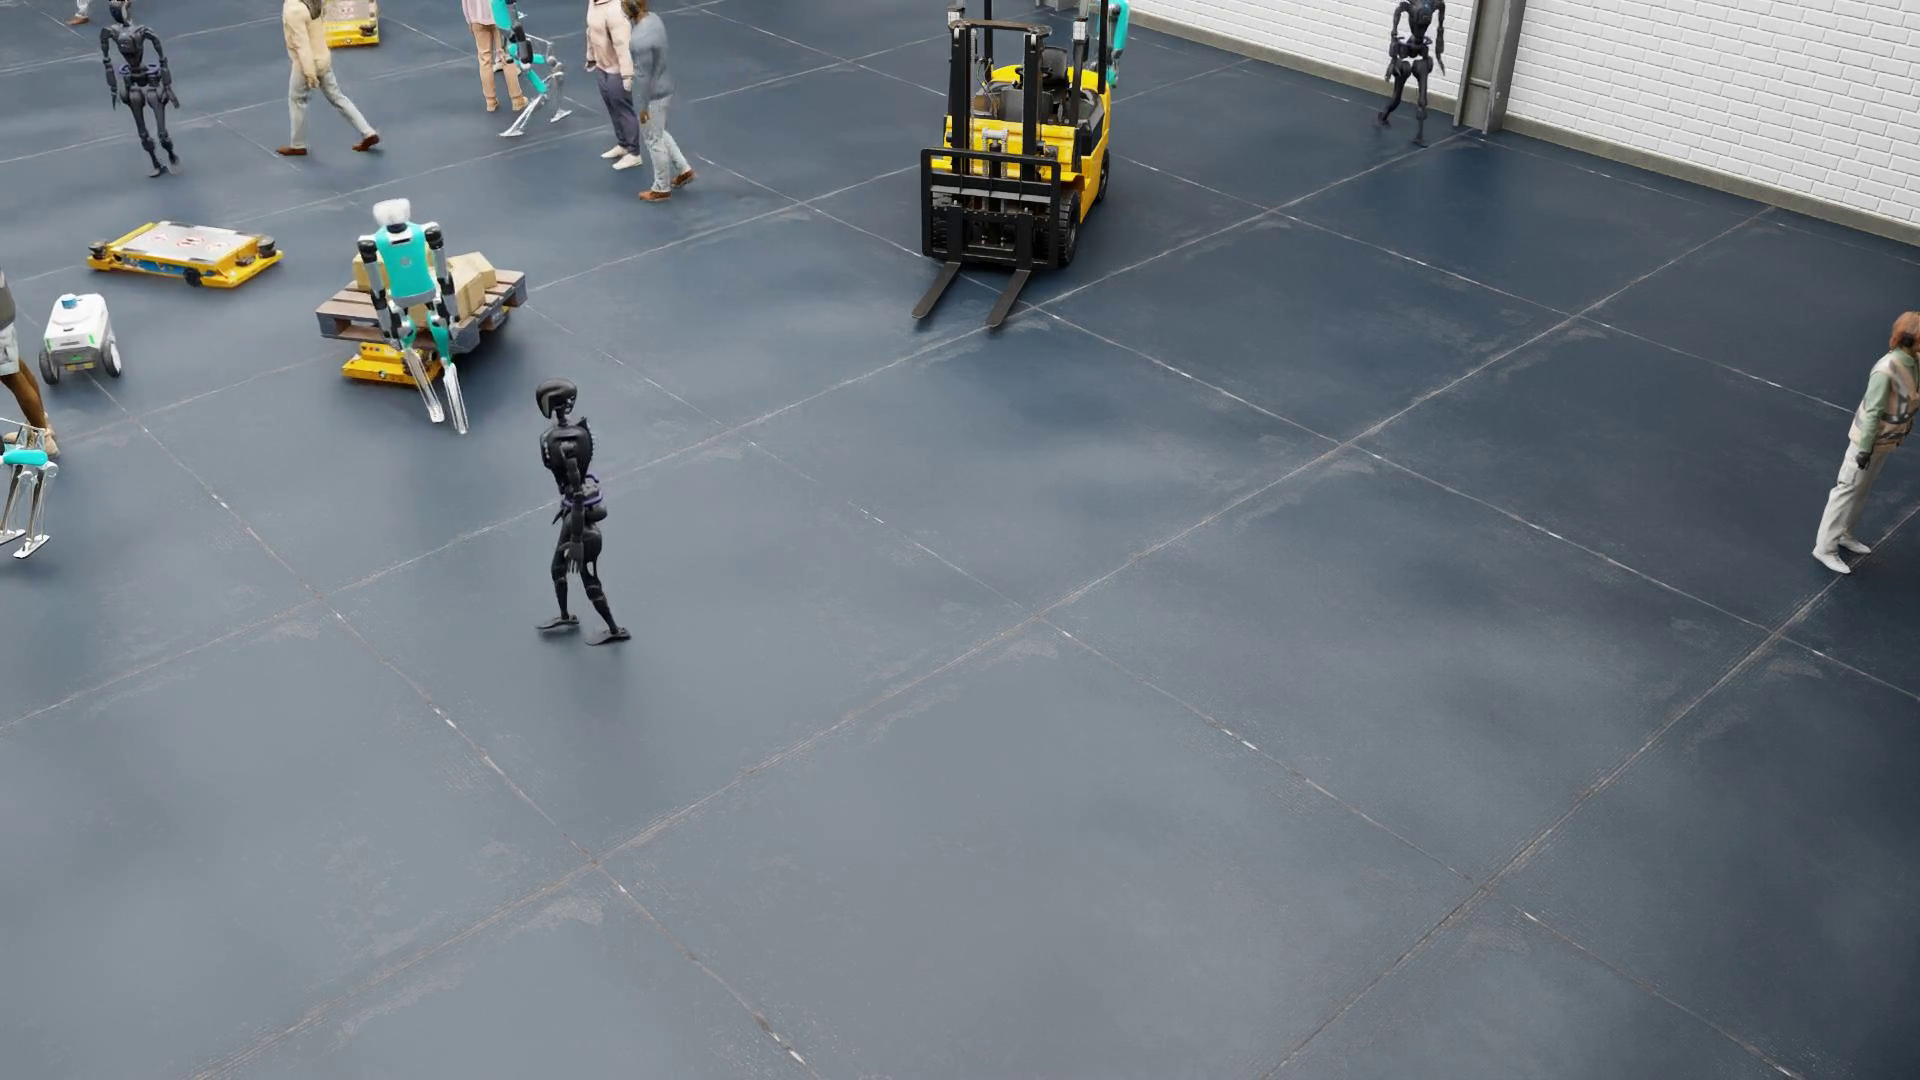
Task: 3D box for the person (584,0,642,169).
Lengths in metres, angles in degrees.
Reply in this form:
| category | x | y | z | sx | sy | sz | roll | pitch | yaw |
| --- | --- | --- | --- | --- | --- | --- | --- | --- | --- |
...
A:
| category | x | y | z | sx | sy | sz | roll | pitch | yaw |
| --- | --- | --- | --- | --- | --- | --- | --- | --- | --- |
| person | -3.222 | -4.415 | 15.505 | 0.441 | 1.857 | 0.816 | -20 | 38 | -28 |

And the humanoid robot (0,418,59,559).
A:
| category | x | y | z | sx | sy | sz | roll | pitch | yaw |
| --- | --- | --- | --- | --- | --- | --- | --- | --- | --- |
| humanoid robot | -5.703 | -0.701 | 9.782 | 0.533 | 1.677 | 0.735 | 15 | 36 | 21 |

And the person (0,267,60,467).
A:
| category | x | y | z | sx | sy | sz | roll | pitch | yaw |
| --- | --- | --- | --- | --- | --- | --- | --- | --- | --- |
| person | -6.319 | -1.439 | 10.761 | 0.393 | 2.042 | 0.609 | -14 | 36 | -20 |

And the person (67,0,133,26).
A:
| category | x | y | z | sx | sy | sz | roll | pitch | yaw |
| --- | --- | --- | --- | --- | --- | --- | --- | --- | --- |
| person | -10.346 | -6.973 | 19.651 | 0.795 | 1.619 | 0.471 | -24 | 40 | -32 |

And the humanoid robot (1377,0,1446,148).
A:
| category | x | y | z | sx | sy | sz | roll | pitch | yaw |
| --- | --- | --- | --- | --- | --- | --- | --- | --- | --- |
| humanoid robot | 4.403 | -4.690 | 16.136 | 0.599 | 1.644 | 0.740 | -7 | 34 | -10 |

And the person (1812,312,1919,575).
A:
| category | x | y | z | sx | sy | sz | roll | pitch | yaw |
| --- | --- | --- | --- | --- | --- | --- | --- | --- | --- |
| person | 5.408 | -0.590 | 9.816 | 0.517 | 1.645 | 0.305 | -27 | 42 | -35 |

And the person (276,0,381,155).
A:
| category | x | y | z | sx | sy | sz | roll | pitch | yaw |
| --- | --- | --- | --- | --- | --- | --- | --- | --- | --- |
| person | -6.111 | -4.535 | 15.717 | 0.971 | 1.834 | 0.556 | 2 | 33 | 3 |

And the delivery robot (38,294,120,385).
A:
| category | x | y | z | sx | sy | sz | roll | pitch | yaw |
| --- | --- | --- | --- | --- | --- | --- | --- | --- | --- |
| delivery robot | -6.484 | -1.519 | 12.237 | 0.499 | 0.585 | 0.775 | -10 | 34 | -15 |

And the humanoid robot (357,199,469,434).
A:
| category | x | y | z | sx | sy | sz | roll | pitch | yaw |
| --- | --- | --- | --- | --- | --- | --- | --- | --- | --- |
| humanoid robot | -3.664 | -1.509 | 11.195 | 0.544 | 1.814 | 0.772 | -13 | 35 | -19 |

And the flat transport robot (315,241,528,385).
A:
| category | x | y | z | sx | sy | sz | roll | pitch | yaw |
| --- | --- | --- | --- | --- | --- | --- | --- | --- | --- |
| flat transport robot | -4.031 | -1.598 | 12.630 | 0.659 | 0.231 | 1.431 | 7 | 34 | 11 |

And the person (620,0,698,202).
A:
| category | x | y | z | sx | sy | sz | roll | pitch | yaw |
| --- | --- | --- | --- | --- | --- | --- | --- | --- | --- |
| person | -2.702 | -3.935 | 14.713 | 0.440 | 1.918 | 0.673 | 2 | 33 | 3 |

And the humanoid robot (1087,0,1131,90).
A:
| category | x | y | z | sx | sy | sz | roll | pitch | yaw |
| --- | --- | --- | --- | --- | --- | --- | --- | --- | --- |
| humanoid robot | 1.168 | -4.314 | 15.549 | 0.787 | 1.884 | 0.553 | 10 | 34 | 15 |

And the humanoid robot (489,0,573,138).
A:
| category | x | y | z | sx | sy | sz | roll | pitch | yaw |
| --- | --- | --- | --- | --- | --- | --- | --- | --- | --- |
| humanoid robot | -4.140 | -4.821 | 16.275 | 1.019 | 1.761 | 0.539 | -22 | 39 | -30 |

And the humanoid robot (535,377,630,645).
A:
| category | x | y | z | sx | sy | sz | roll | pitch | yaw |
| --- | --- | --- | --- | --- | --- | --- | --- | --- | --- |
| humanoid robot | -2.148 | -0.109 | 9.059 | 0.505 | 1.647 | 0.600 | -10 | 34 | -16 |

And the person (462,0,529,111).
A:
| category | x | y | z | sx | sy | sz | roll | pitch | yaw |
| --- | --- | --- | --- | --- | --- | --- | --- | --- | --- |
| person | -4.740 | -5.226 | 16.817 | 0.520 | 1.783 | 0.403 | 0 | 33 | 1 |

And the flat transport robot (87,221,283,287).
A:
| category | x | y | z | sx | sy | sz | roll | pitch | yaw |
| --- | --- | --- | --- | --- | --- | --- | --- | --- | --- |
| flat transport robot | -6.452 | -2.384 | 13.837 | 1.431 | 0.231 | 0.659 | 10 | 34 | 15 |

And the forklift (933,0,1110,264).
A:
| category | x | y | z | sx | sy | sz | roll | pitch | yaw |
| --- | --- | --- | --- | --- | --- | --- | --- | --- | --- |
| forklift | 0.570 | -3.725 | 14.138 | 1.214 | 2.155 | 2.313 | 9 | 34 | 13 |

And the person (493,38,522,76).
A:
| category | x | y | z | sx | sy | sz | roll | pitch | yaw |
| --- | --- | --- | --- | --- | --- | --- | --- | --- | --- |
| person | -4.977 | -5.847 | 17.786 | 0.523 | 1.769 | 0.313 | 24 | 40 | 32 |

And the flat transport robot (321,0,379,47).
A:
| category | x | y | z | sx | sy | sz | roll | pitch | yaw |
| --- | --- | --- | --- | --- | --- | --- | --- | --- | --- |
| flat transport robot | -7.191 | -6.100 | 19.549 | 0.659 | 0.231 | 1.431 | -9 | 34 | -14 |

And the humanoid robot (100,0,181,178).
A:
| category | x | y | z | sx | sy | sz | roll | pitch | yaw |
| --- | --- | --- | --- | --- | --- | --- | --- | --- | --- |
| humanoid robot | -7.507 | -4.153 | 15.281 | 0.609 | 1.662 | 0.399 | -3 | 33 | -5 |
